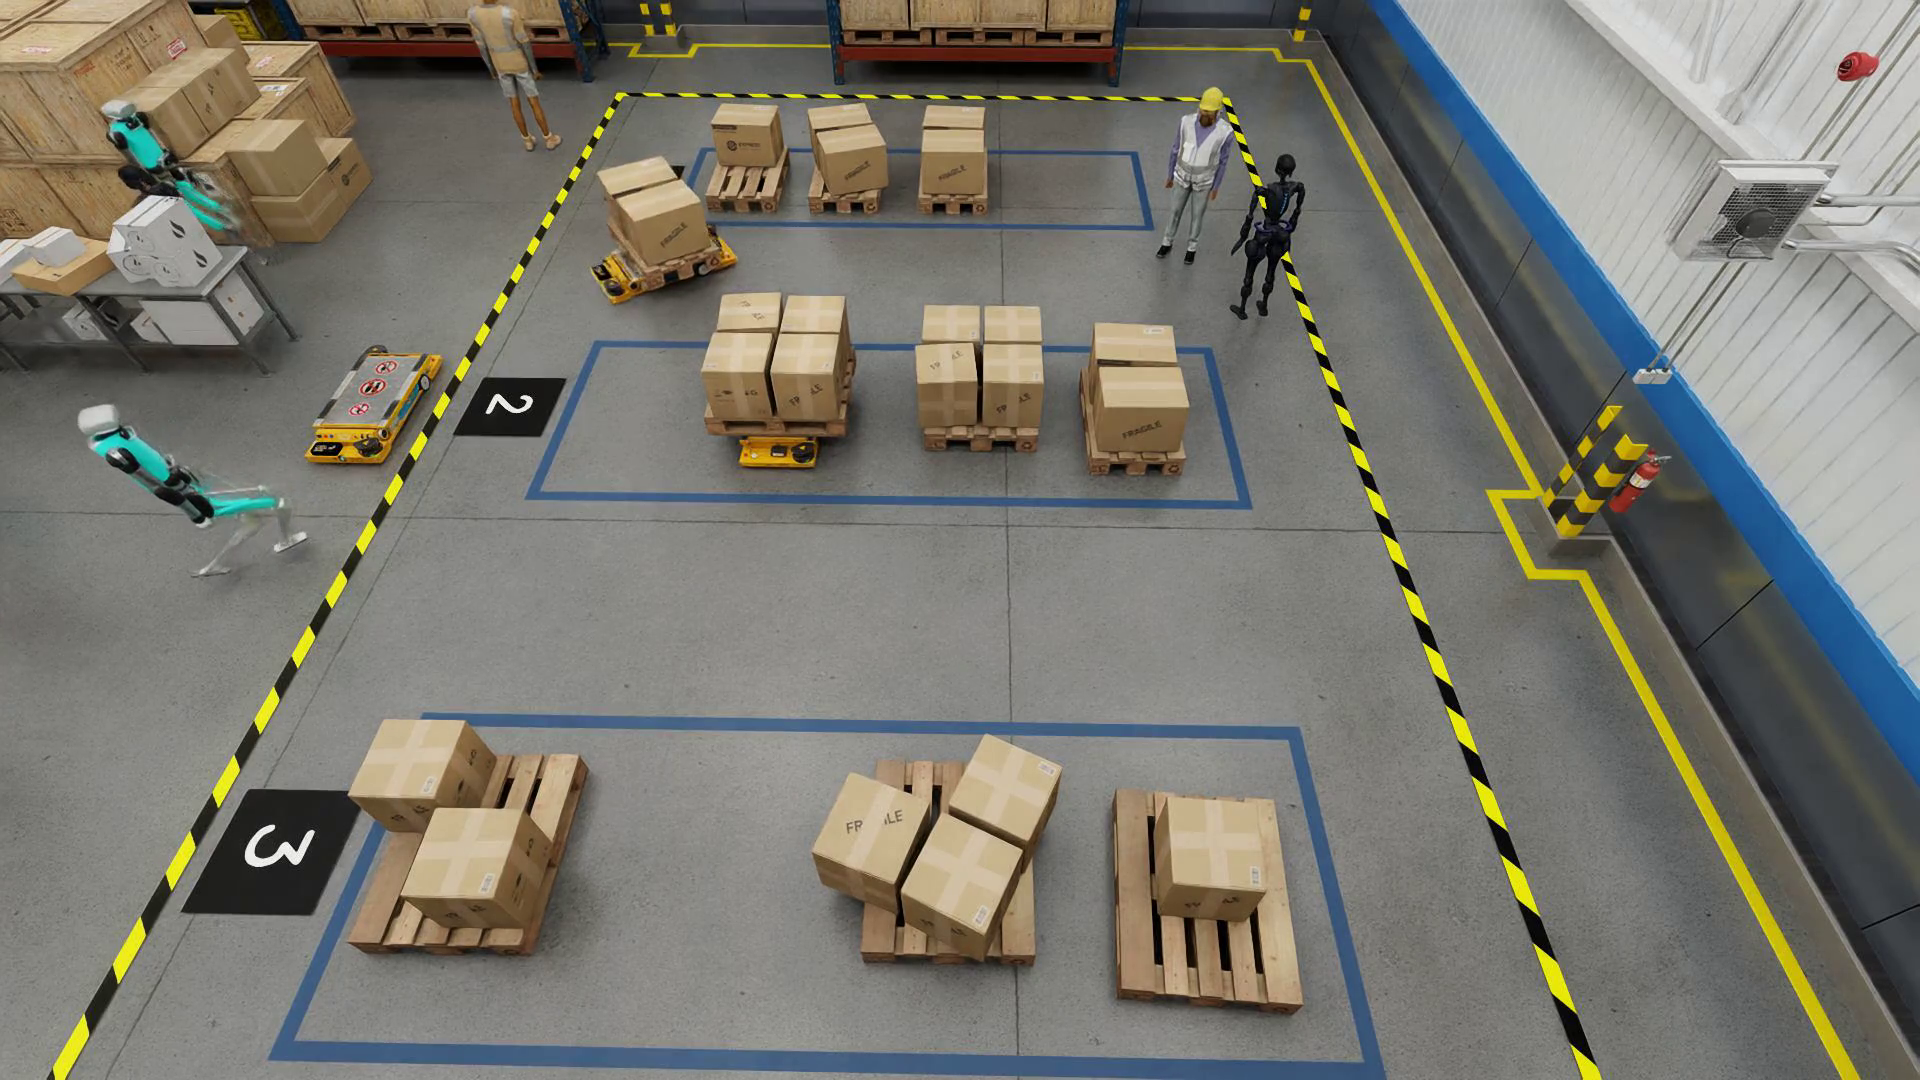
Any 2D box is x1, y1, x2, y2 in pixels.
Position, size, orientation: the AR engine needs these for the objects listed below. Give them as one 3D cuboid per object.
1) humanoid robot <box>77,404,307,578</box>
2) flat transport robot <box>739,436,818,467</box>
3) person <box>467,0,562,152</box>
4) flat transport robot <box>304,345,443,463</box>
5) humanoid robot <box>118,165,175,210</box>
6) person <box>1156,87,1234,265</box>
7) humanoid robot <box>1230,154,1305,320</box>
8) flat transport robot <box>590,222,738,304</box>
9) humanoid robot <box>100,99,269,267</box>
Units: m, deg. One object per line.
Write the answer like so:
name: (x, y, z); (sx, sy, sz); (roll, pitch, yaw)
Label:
humanoid robot: (-5.506, -0.380, 6.724); (1.021, 1.730, 0.530); (-34, 58, -26)
flat transport robot: (-1.582, -1.235, 8.394); (0.652, 0.197, 1.431); (1, 50, 1)
person: (-5.407, -5.737, 11.066); (0.607, 2.035, 0.400); (-1, 50, -1)
flat transport robot: (-5.383, -1.269, 8.441); (0.659, 0.231, 1.431); (1, 50, 1)
humanoid robot: (-7.485, -2.820, 8.871); (0.777, 1.642, 0.606); (0, 50, 0)
person: (2.429, -3.758, 9.519); (0.589, 1.837, 0.404); (19, 52, 16)
humanoid robot: (2.978, -2.929, 8.911); (0.599, 1.659, 0.315); (-7, 50, -6)
flat transport robot: (-3.202, -3.015, 9.900); (1.431, 0.197, 0.652); (-27, 55, -21)
humanoid robot: (-7.868, -3.602, 9.509); (0.814, 1.881, 0.536); (-3, 50, -2)
